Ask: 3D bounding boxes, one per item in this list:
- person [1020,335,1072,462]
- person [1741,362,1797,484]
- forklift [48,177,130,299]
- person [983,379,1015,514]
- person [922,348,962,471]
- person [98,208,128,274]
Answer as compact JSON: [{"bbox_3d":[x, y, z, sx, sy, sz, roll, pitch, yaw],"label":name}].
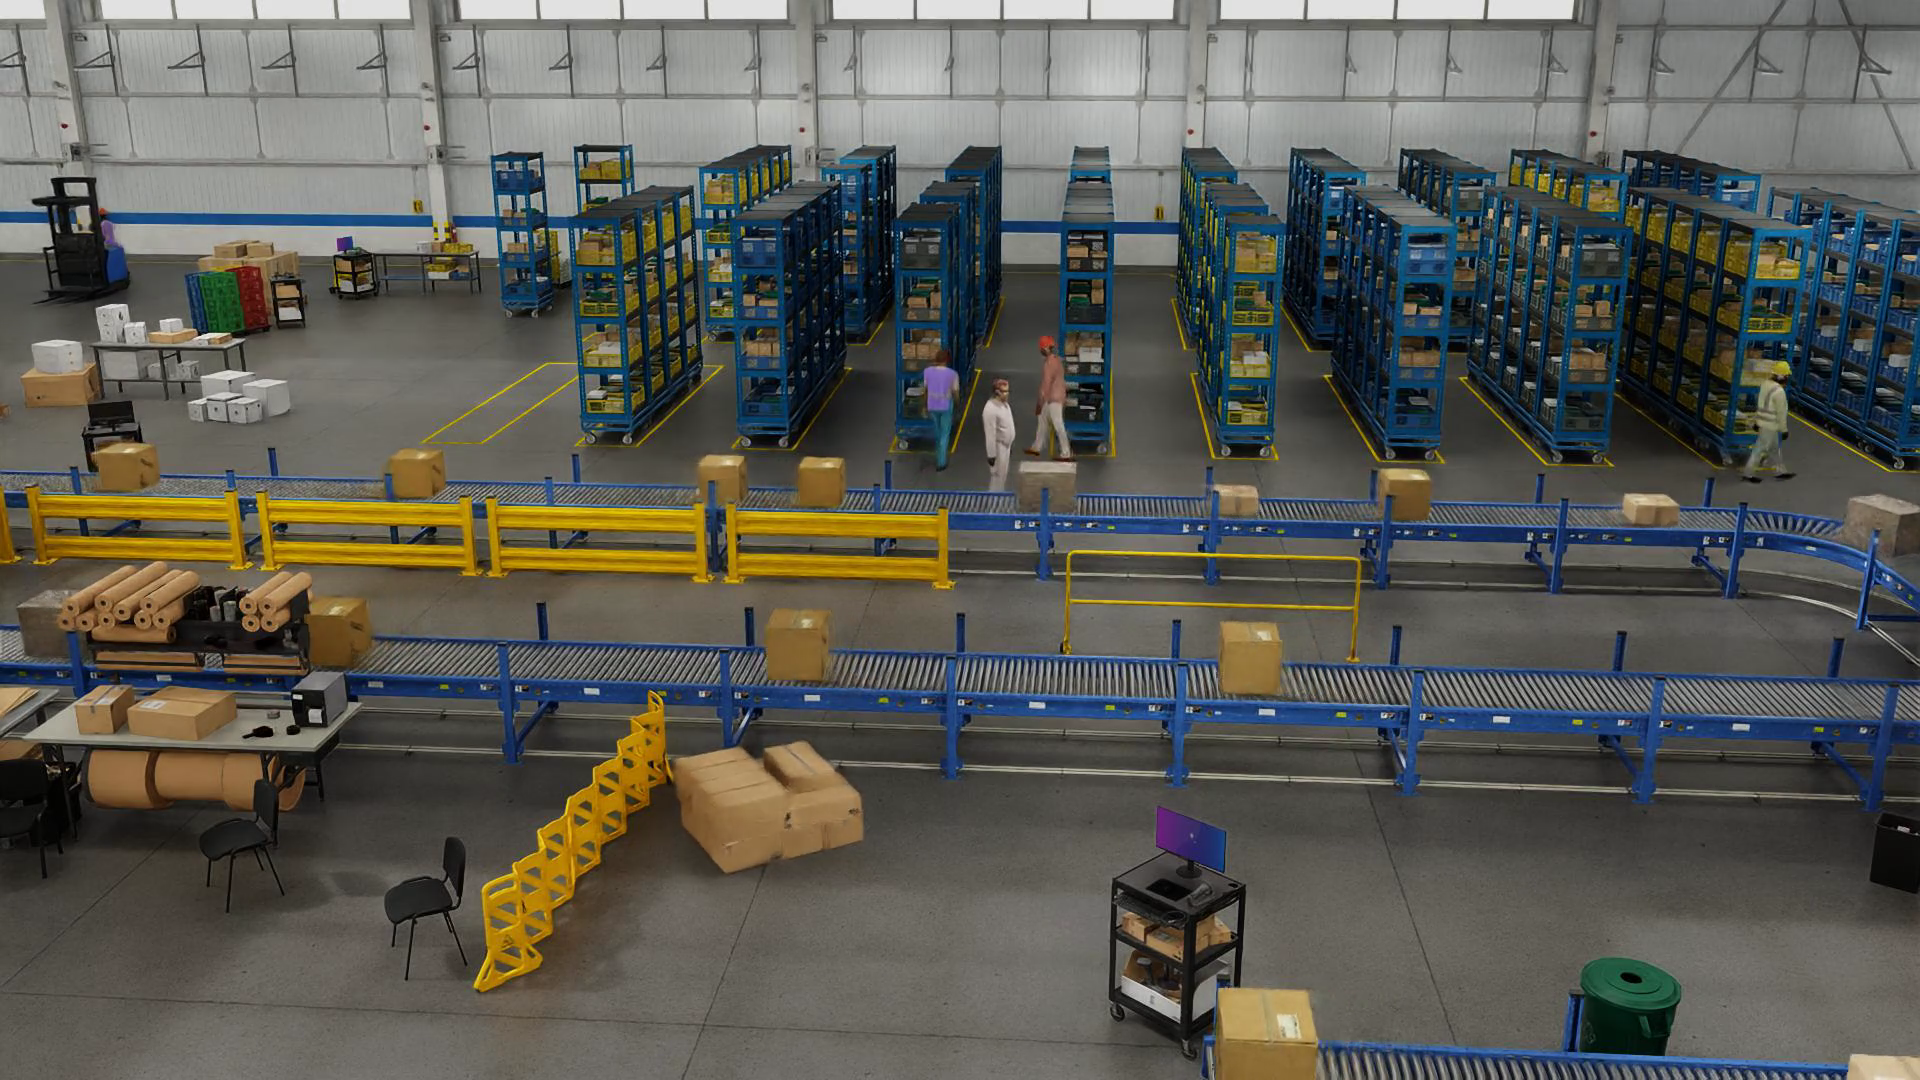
[{"bbox_3d":[1.280,-2.122,25.077,0.942,1.948,0.629,5,18,14],"label":"person"},{"bbox_3d":[11.778,-1.670,23.917,0.883,1.790,0.612,2,18,6],"label":"person"},{"bbox_3d":[-21.156,-7.331,40.107,1.129,2.768,1.873,0,17,0],"label":"forklift"},{"bbox_3d":[0.540,-1.230,22.361,0.409,1.901,0.655,6,18,18],"label":"person"},{"bbox_3d":[-0.219,-1.980,24.850,0.582,1.819,0.740,8,19,25],"label":"person"},{"bbox_3d":[-21.438,-7.412,41.937,0.644,1.919,0.556,-1,18,-2],"label":"person"}]
